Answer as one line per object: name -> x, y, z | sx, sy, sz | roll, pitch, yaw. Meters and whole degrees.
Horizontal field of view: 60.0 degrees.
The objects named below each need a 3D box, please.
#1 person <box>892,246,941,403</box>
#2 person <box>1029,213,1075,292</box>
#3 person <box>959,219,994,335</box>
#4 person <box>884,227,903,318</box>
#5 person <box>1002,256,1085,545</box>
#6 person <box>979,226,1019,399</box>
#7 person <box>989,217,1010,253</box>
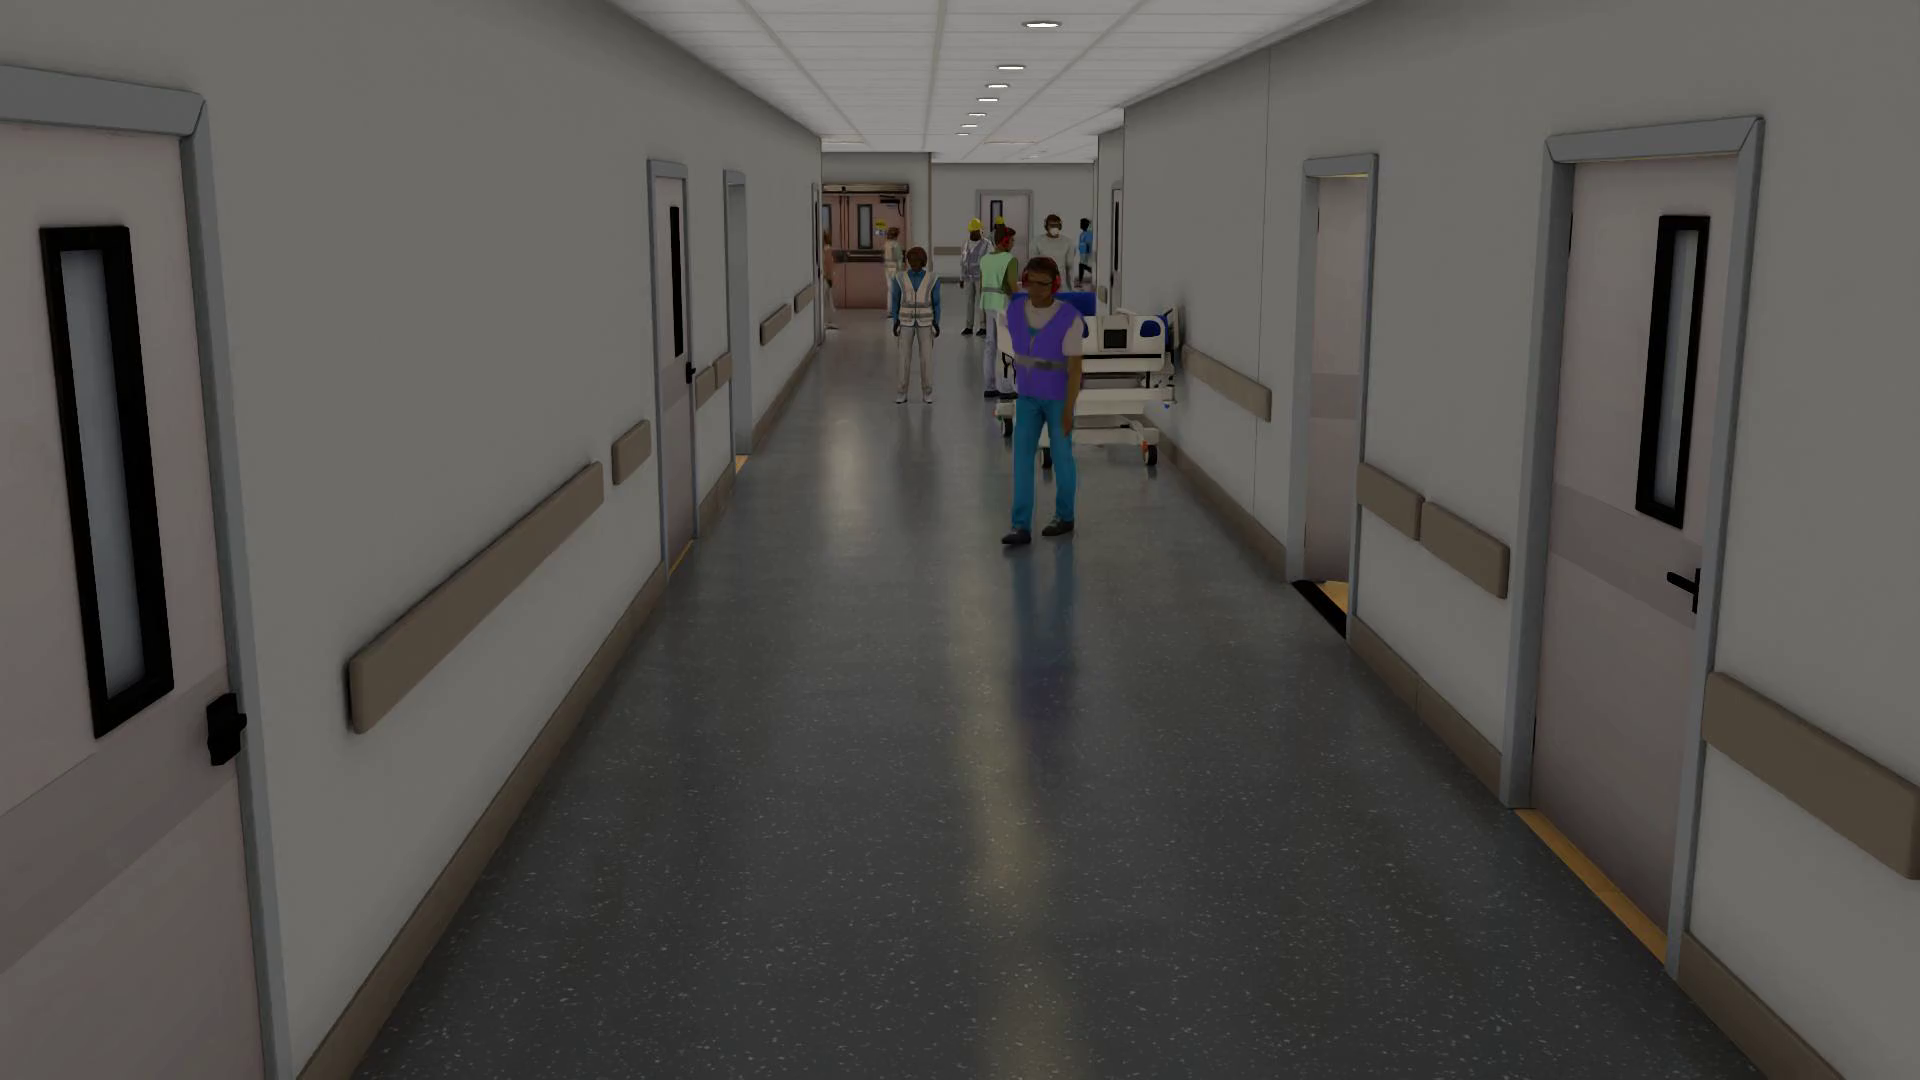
person -> -0.460, -2.249, 17.445 | 0.512, 1.638, 0.312 | 0, 12, 1
person -> 1.225, -3.402, 22.327 | 0.640, 1.935, 0.368 | -2, 12, -12
person -> 0.244, -4.129, 26.161 | 0.590, 1.824, 0.403 | 7, 14, 31
person -> -1.145, -4.820, 29.986 | 0.450, 1.625, 0.555 | -8, 14, -35
person -> 0.518, -0.853, 10.293 | 0.573, 1.774, 0.895 | 7, 14, 32
person -> 0.421, -2.429, 17.834 | 0.394, 1.837, 0.563 | -9, 15, -38
person -> 0.873, -6.245, 36.657 | 0.487, 1.741, 0.313 | 0, 12, -1
